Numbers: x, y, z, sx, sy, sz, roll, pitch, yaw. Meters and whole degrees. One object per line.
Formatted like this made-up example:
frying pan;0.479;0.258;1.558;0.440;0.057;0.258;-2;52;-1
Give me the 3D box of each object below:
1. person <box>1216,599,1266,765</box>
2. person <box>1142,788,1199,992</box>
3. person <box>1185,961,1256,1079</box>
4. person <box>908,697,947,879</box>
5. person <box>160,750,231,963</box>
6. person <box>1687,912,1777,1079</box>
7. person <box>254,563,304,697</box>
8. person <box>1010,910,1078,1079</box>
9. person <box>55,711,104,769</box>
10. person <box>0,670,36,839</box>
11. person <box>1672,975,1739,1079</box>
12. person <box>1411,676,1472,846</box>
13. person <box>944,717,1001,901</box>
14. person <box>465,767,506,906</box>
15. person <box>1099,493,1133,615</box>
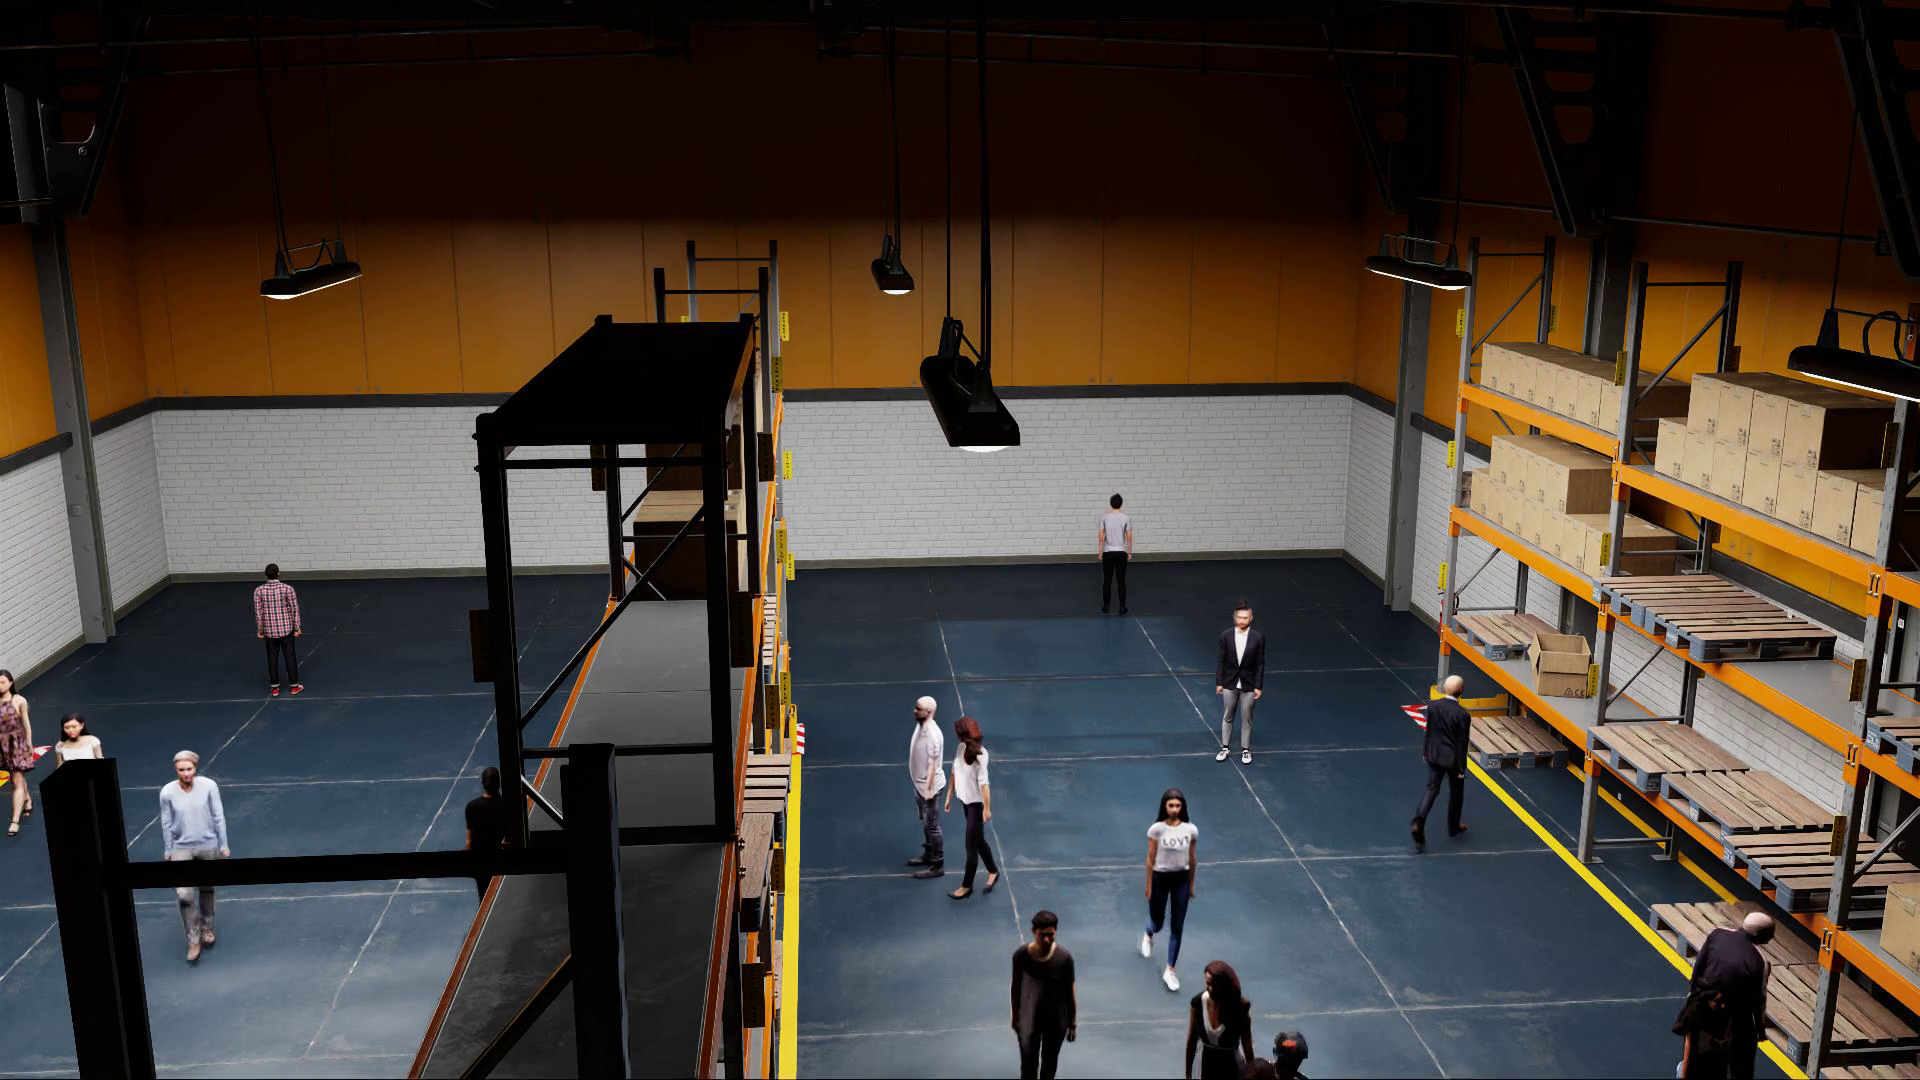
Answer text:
person;3.264;1.623;19.369;0.788;1.959;0.750;4;14;18
person;1.779;2.948;14.320;0.615;1.760;0.895;-2;14;-8
person;1.813;3.650;11.371;0.753;1.782;0.802;7;15;26
person;-0.305;2.407;16.401;0.739;1.831;0.555;-3;14;-13
person;-6.862;2.746;14.912;0.876;1.873;1.001;-8;16;-28
person;5.492;3.469;12.088;0.788;1.797;1.004;13;19;42
person;-8.904;1.155;21.719;0.733;1.760;0.625;-3;14;-14
person;0.599;3.478;12.283;0.691;1.688;0.932;0;14;1
person;-8.535;2.499;16.231;0.906;1.733;1.206;-7;15;-26
person;-9.957;2.210;17.474;0.757;1.708;1.242;-3;14;-14
person;5.071;3.724;11.398;0.619;1.626;0.636;-5;15;-20
person;4.935;2.278;17.060;1.169;1.771;1.181;13;19;43
person;0.199;2.551;15.991;0.915;1.745;0.930;-10;17;-36
person;-4.109;2.870;14.666;0.634;1.748;0.626;-2;14;-6
person;2.368;0.207;25.417;0.705;1.864;0.623;2;14;7
